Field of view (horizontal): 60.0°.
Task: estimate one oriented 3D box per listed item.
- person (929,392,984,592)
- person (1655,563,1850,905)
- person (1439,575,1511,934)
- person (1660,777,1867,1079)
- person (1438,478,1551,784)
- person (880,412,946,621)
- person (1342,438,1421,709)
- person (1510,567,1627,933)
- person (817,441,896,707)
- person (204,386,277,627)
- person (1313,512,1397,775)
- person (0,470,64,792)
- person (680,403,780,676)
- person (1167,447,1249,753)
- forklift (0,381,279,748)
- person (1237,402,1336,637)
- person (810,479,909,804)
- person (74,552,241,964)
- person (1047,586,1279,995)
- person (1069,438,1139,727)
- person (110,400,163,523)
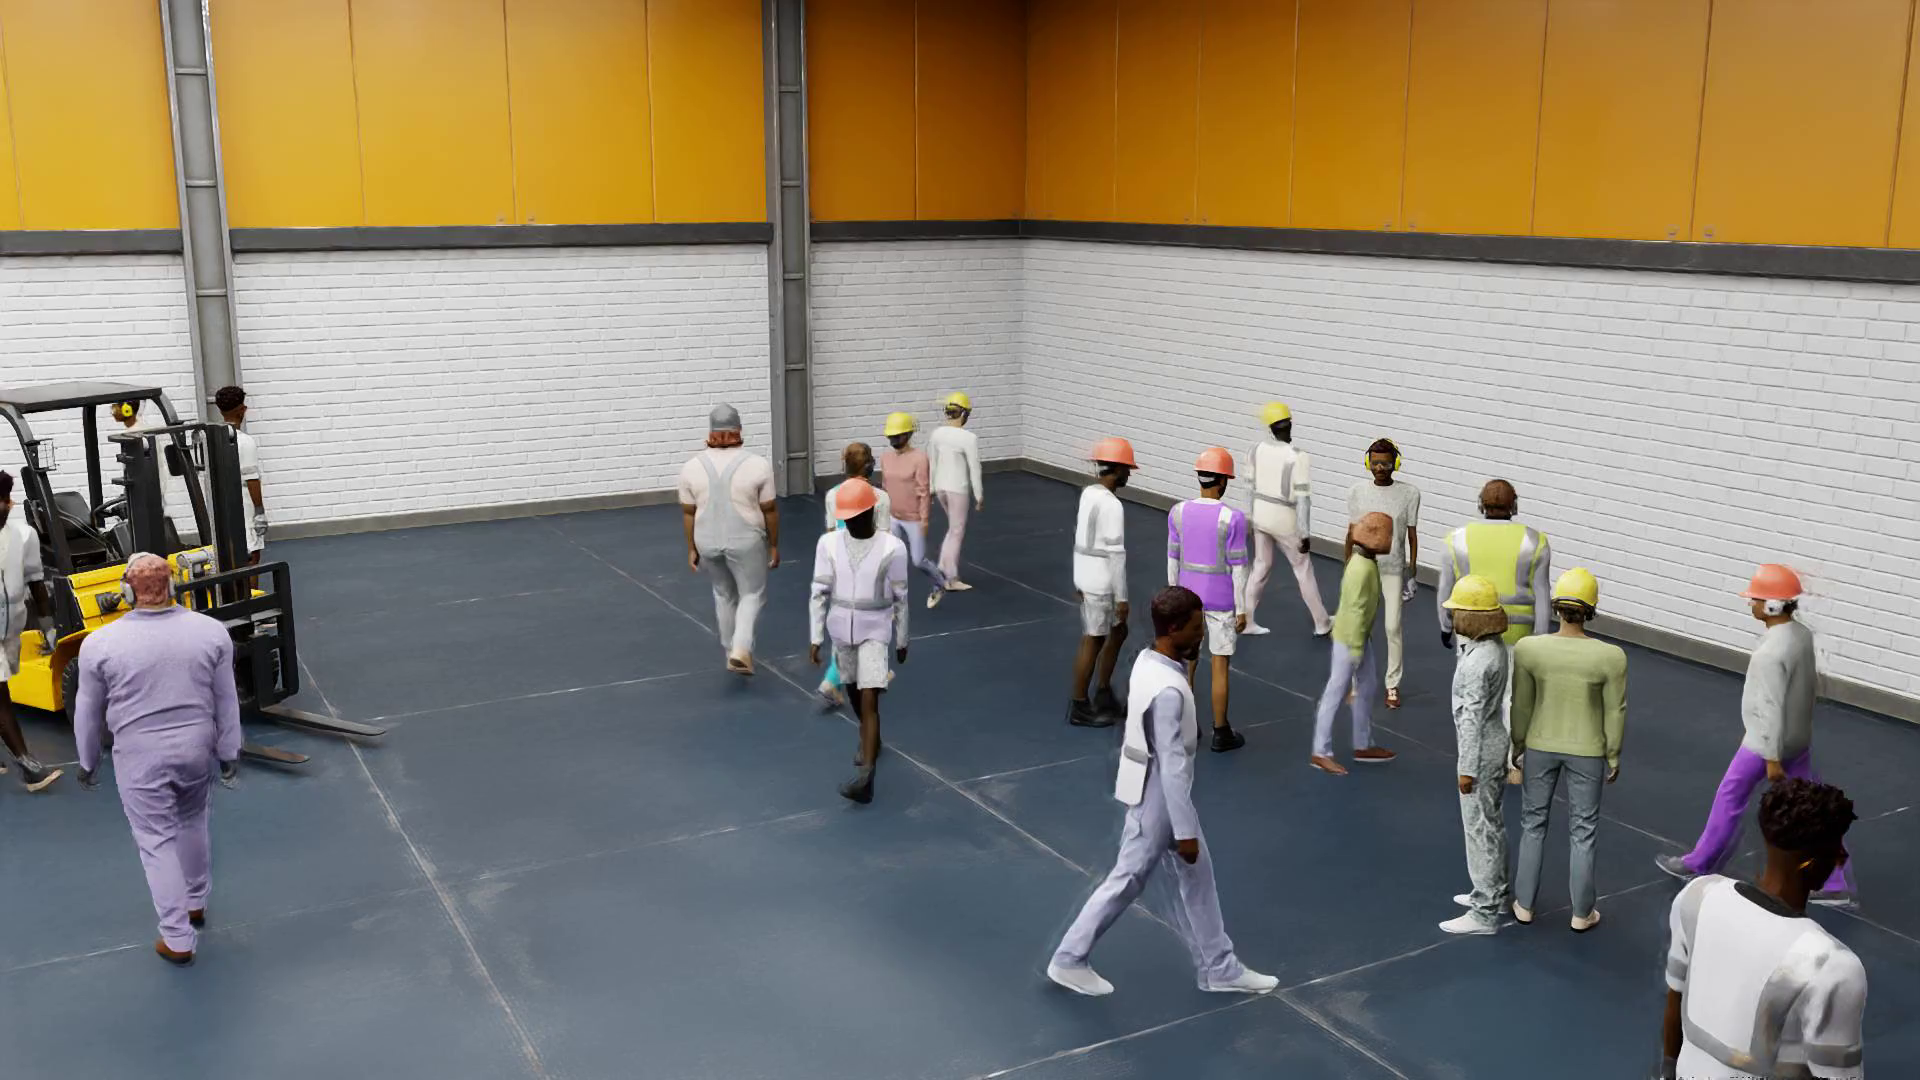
[{"bbox_3d":[-0.032,-0.420,14.626,0.442,1.733,0.612,-11,16,-41],"label":"person"},{"bbox_3d":[4.050,0.957,8.269,0.569,1.706,0.891,-12,17,-43],"label":"person"},{"bbox_3d":[2.461,1.016,7.946,0.383,1.732,0.496,6,13,26],"label":"person"},{"bbox_3d":[2.254,1.598,4.671,0.426,1.951,0.618,-4,13,-17],"label":"person"},{"bbox_3d":[3.169,0.546,9.899,0.660,1.835,0.432,6,13,26],"label":"person"},{"bbox_3d":[-0.393,-0.205,13.633,0.534,1.739,0.707,9,15,35],"label":"person"},{"bbox_3d":[2.866,0.224,11.342,0.505,1.864,0.332,4,13,19],"label":"person"},{"bbox_3d":[2.881,1.000,7.926,0.524,1.769,0.308,5,13,24],"label":"person"},{"bbox_3d":[-0.725,0.227,11.461,0.518,1.814,0.902,9,15,35],"label":"person"},{"bbox_3d":[-5.778,-0.258,13.356,0.613,1.959,0.361,8,14,33],"label":"person"},{"bbox_3d":[2.424,0.620,10.078,0.507,1.611,0.504,5,13,22],"label":"person"},{"bbox_3d":[-5.654,0.521,9.818,1.000,1.906,0.617,6,13,26],"label":"person"},{"bbox_3d":[-1.653,-0.012,12.017,0.694,2.000,0.704,3,12,12],"label":"person"},{"bbox_3d":[1.571,0.375,10.473,0.543,1.928,0.372,8,15,34],"label":"person"},{"bbox_3d":[-5.853,0.085,11.199,2.313,2.155,1.214,7,14,28],"label":"forklift"},{"bbox_3d":[2.576,-0.154,13.115,0.757,1.864,0.632,-10,16,-39],"label":"person"},{"bbox_3d":[-0.595,0.549,9.838,0.554,1.875,1.073,3,12,14],"label":"person"},{"bbox_3d":[-3.751,0.981,7.758,0.661,1.878,0.821,-11,16,-42],"label":"person"},{"bbox_3d":[0.861,1.108,7.192,1.016,1.871,0.611,1,12,6],"label":"person"},{"bbox_3d":[0.972,0.284,10.924,0.527,1.909,0.636,-3,12,-12],"label":"person"},{"bbox_3d":[-7.032,-0.351,14.080,0.746,1.842,0.508,-6,13,-26],"label":"person"}]
